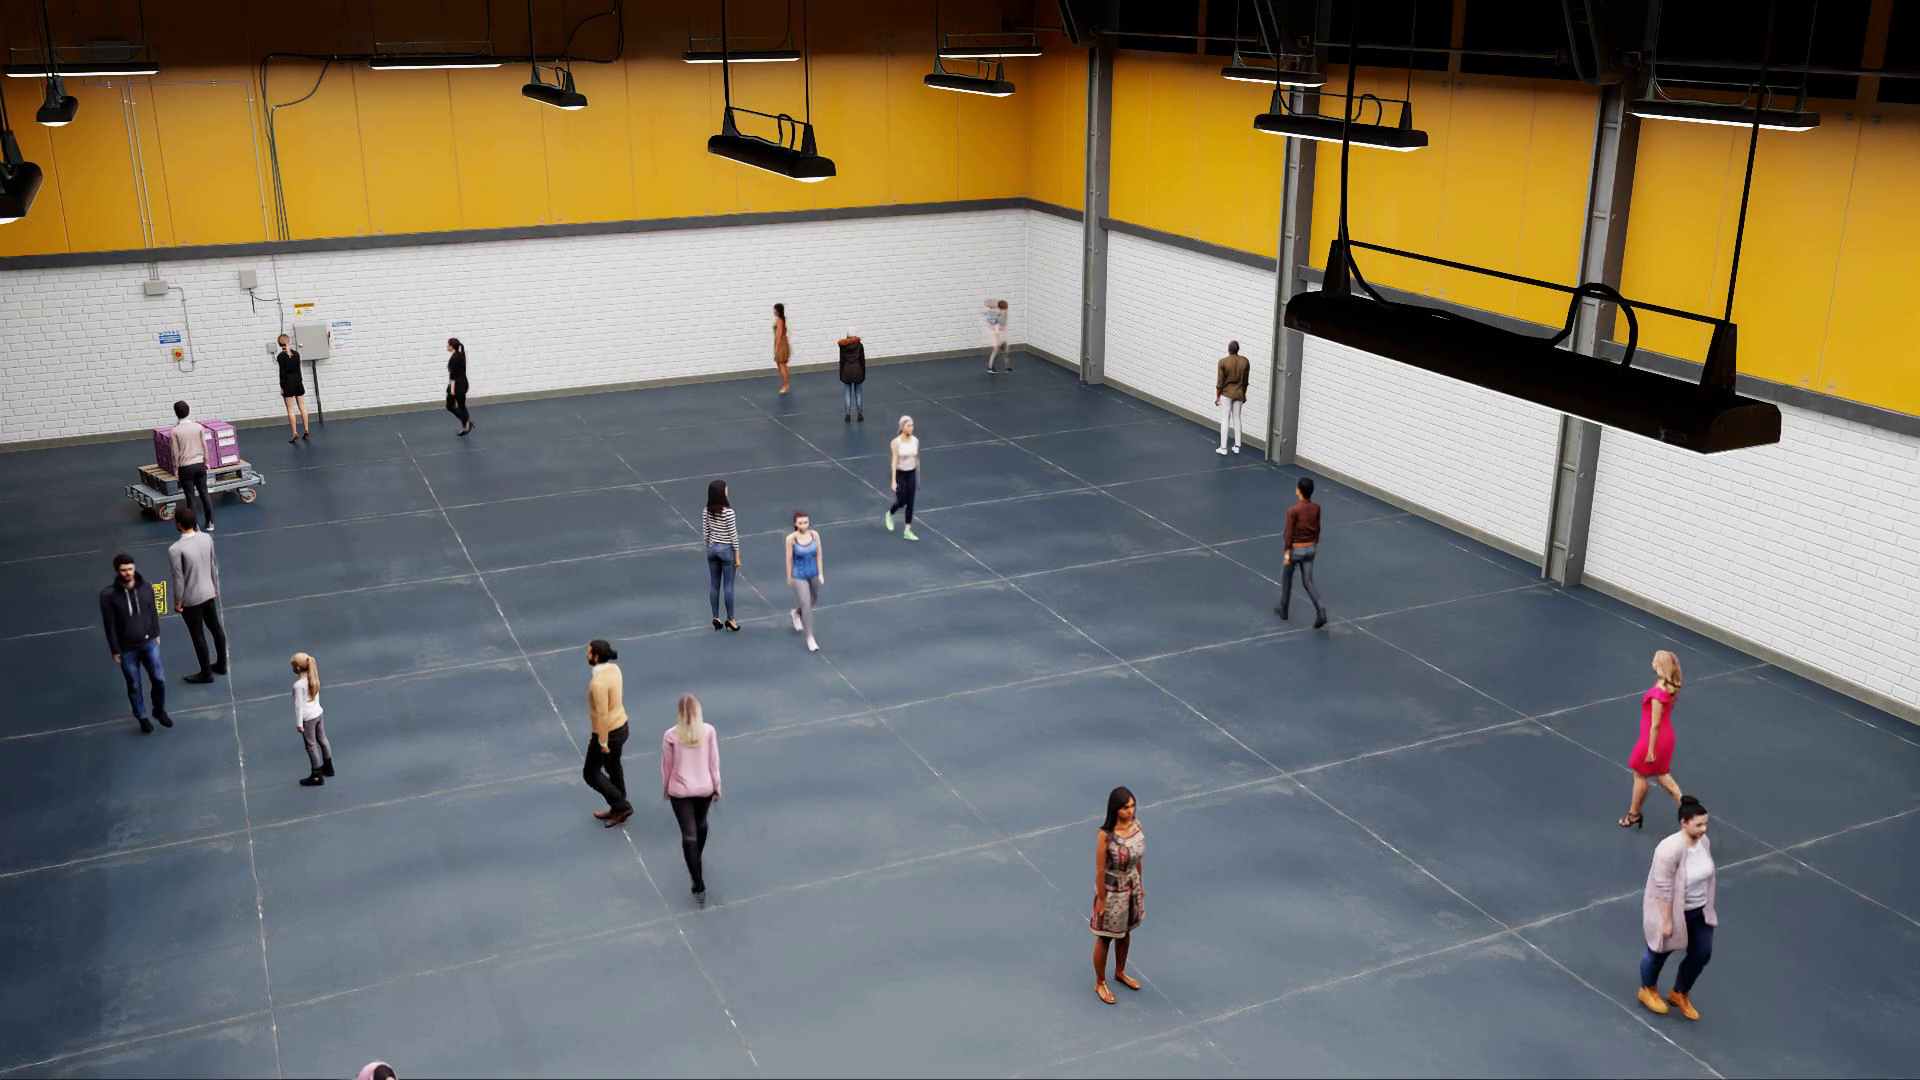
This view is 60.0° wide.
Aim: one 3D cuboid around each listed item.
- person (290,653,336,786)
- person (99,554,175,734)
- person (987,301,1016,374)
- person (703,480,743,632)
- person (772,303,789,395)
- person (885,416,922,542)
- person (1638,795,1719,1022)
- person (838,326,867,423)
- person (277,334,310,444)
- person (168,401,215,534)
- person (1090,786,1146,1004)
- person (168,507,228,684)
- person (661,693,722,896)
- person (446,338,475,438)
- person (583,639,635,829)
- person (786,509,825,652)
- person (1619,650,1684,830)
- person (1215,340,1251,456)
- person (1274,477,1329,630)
[{"bbox_3d":[-6.023,1.642,15.442,0.627,1.275,0.552,3,19,10],"label":"person"},{"bbox_3d":[-8.165,0.998,16.414,0.744,1.876,0.728,-15,24,-37],"label":"person"},{"bbox_3d":[0.722,-3.846,31.526,0.890,1.410,0.744,11,21,29],"label":"person"},{"bbox_3d":[-2.721,0.180,18.966,0.620,1.796,0.713,9,21,26],"label":"person"},{"bbox_3d":[-3.221,-3.485,30.060,0.814,1.662,0.583,2,19,5],"label":"person"},{"bbox_3d":[-0.790,-0.835,22.150,0.712,1.689,0.861,-14,23,-35],"label":"person"},{"bbox_3d":[5.067,2.593,11.909,0.668,1.728,0.638,-8,20,-23],"label":"person"},{"bbox_3d":[-1.816,-2.809,28.096,0.708,1.634,0.716,-2,19,-5],"label":"person"},{"bbox_3d":[-10.796,-2.456,26.840,0.692,1.767,0.666,11,22,30],"label":"person"},{"bbox_3d":[-10.372,-0.988,22.419,0.654,1.807,0.693,17,25,42],"label":"person"},{"bbox_3d":[1.156,2.554,12.153,0.697,1.645,0.611,-14,23,-36],"label":"person"},{"bbox_3d":[-8.069,0.572,17.604,0.888,1.923,0.822,6,20,18],"label":"person"},{"bbox_3d":[-2.171,2.083,13.535,0.687,1.657,1.110,-7,20,-19],"label":"person"},{"bbox_3d":[-8.077,-2.462,27.042,0.819,1.650,0.747,3,19,9],"label":"person"},{"bbox_3d":[-3.011,1.695,14.553,0.862,1.741,0.786,3,19,9],"label":"person"},{"bbox_3d":[-1.756,0.405,18.636,0.597,1.582,1.037,-10,21,-28],"label":"person"},{"bbox_3d":[6.105,1.771,14.378,0.969,1.710,0.770,17,25,41],"label":"person"},{"bbox_3d":[4.278,-2.256,26.156,0.756,1.824,0.638,-5,19,-14],"label":"person"},{"bbox_3d":[3.967,0.198,19.040,0.668,1.715,1.099,-8,20,-22],"label":"person"}]
